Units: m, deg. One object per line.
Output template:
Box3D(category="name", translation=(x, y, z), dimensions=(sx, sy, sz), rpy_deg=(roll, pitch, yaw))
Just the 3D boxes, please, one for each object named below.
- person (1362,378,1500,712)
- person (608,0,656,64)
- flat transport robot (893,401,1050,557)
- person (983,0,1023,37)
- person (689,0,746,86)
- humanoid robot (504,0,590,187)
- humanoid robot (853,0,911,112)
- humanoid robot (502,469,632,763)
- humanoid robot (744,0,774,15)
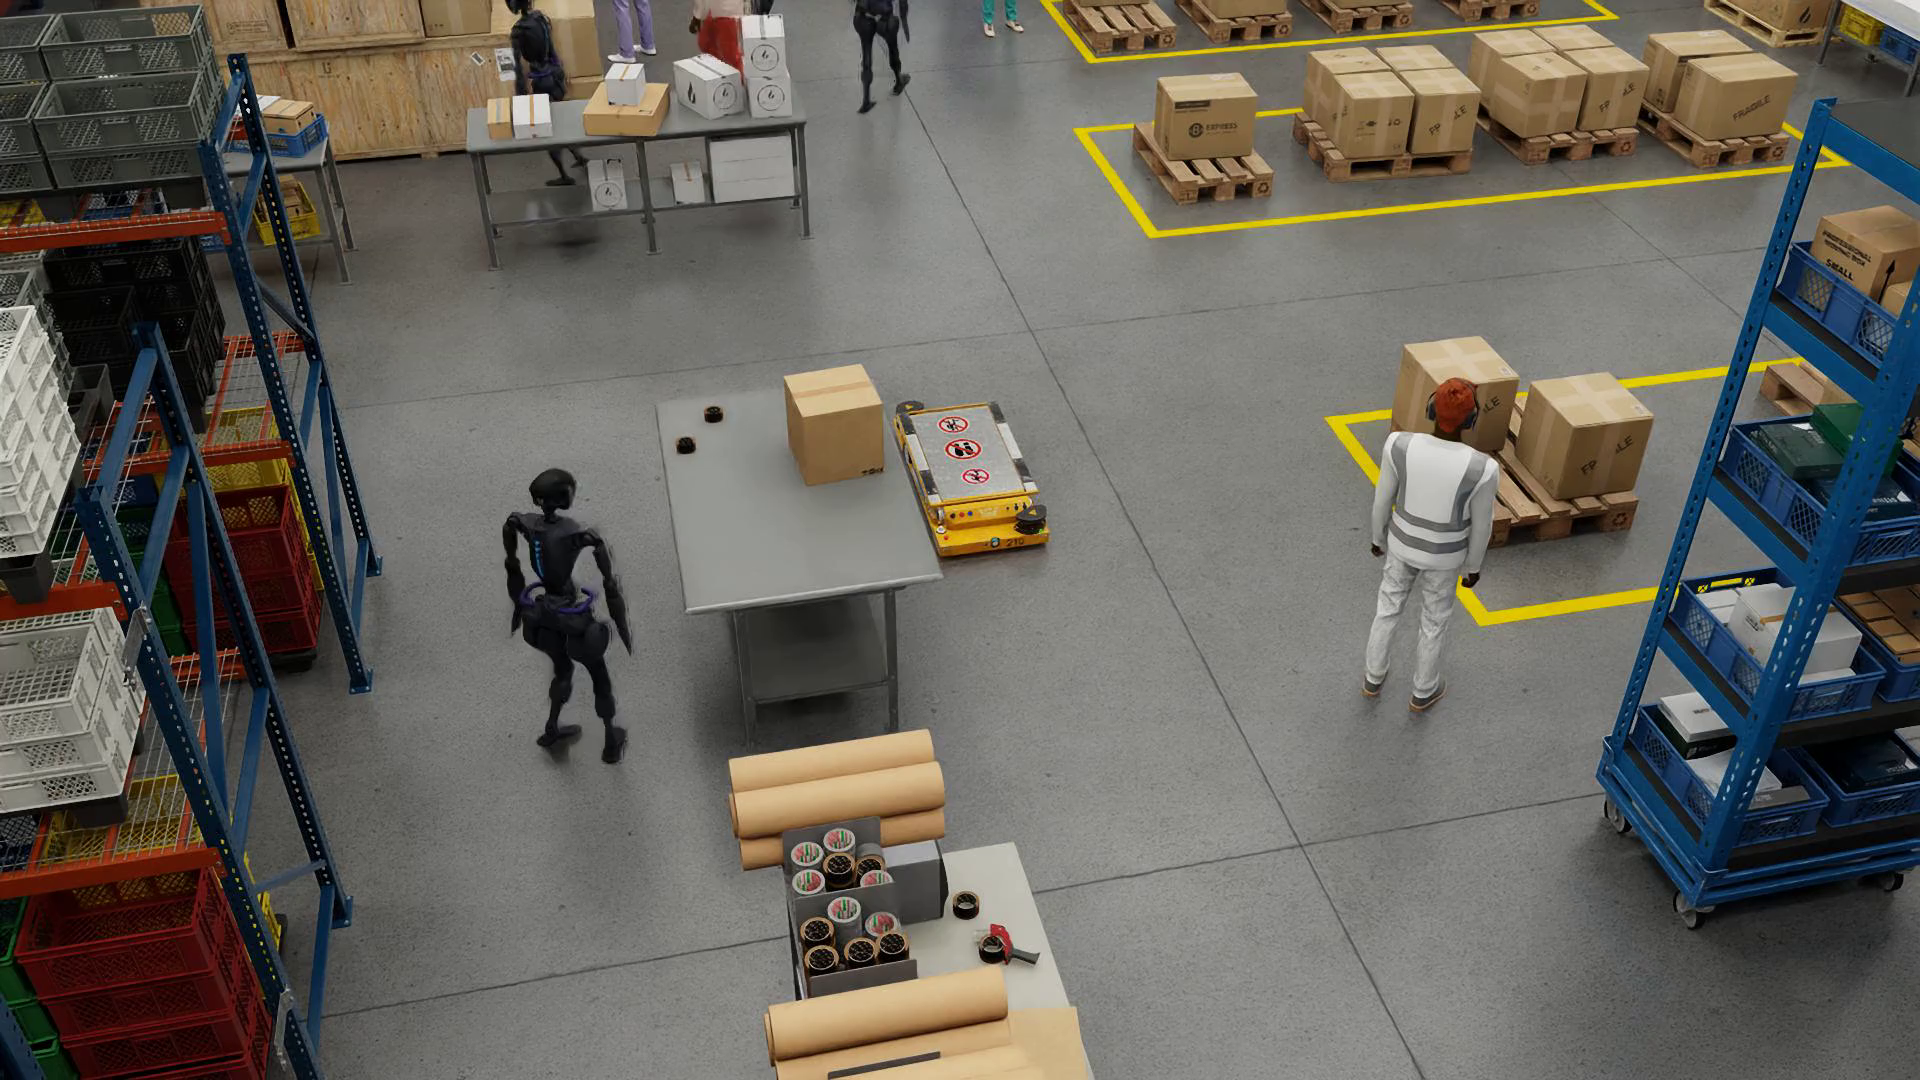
Box3D(category="person", translation=(2.286, 0.041, 8.148), dimensions=(0.572, 1.882, 0.357), rpy_deg=(19, 41, 24))
Box3D(category="person", translation=(-3.168, -5.411, 15.450), dimensions=(0.405, 1.918, 0.582), rpy_deg=(23, 42, 28))
Box3D(category="flat transport robot", translation=(0.046, -0.430, 10.108), dimensions=(0.652, 0.197, 1.431), rpy_deg=(-8, 37, -10))
Box3D(category="person", translation=(0.446, -5.761, 16.043), dimensions=(0.532, 1.765, 0.327), rpy_deg=(-15, 39, -19))
Box3D(category="person", translation=(-2.117, -4.562, 14.261), dimensions=(0.703, 1.961, 0.607), rpy_deg=(1, 37, 2))
Box3D(category="humanoid robot", translation=(-3.307, -3.600, 13.226), dimensions=(0.421, 1.643, 0.632), rpy_deg=(6, 37, 9))
Box3D(category="humanoid robot", translation=(-0.696, -4.659, 14.664), dimensions=(0.616, 1.627, 0.760), rpy_deg=(13, 38, 16))
Box3D(category="humanoid robot", translation=(-1.869, 0.363, 7.885), dimensions=(0.616, 1.637, 0.324), rpy_deg=(11, 38, 14))
Box3D(category="humanoid robot", translation=(-1.833, -5.086, 15.205), dimensions=(0.323, 1.651, 0.595), rpy_deg=(-4, 37, -5))
